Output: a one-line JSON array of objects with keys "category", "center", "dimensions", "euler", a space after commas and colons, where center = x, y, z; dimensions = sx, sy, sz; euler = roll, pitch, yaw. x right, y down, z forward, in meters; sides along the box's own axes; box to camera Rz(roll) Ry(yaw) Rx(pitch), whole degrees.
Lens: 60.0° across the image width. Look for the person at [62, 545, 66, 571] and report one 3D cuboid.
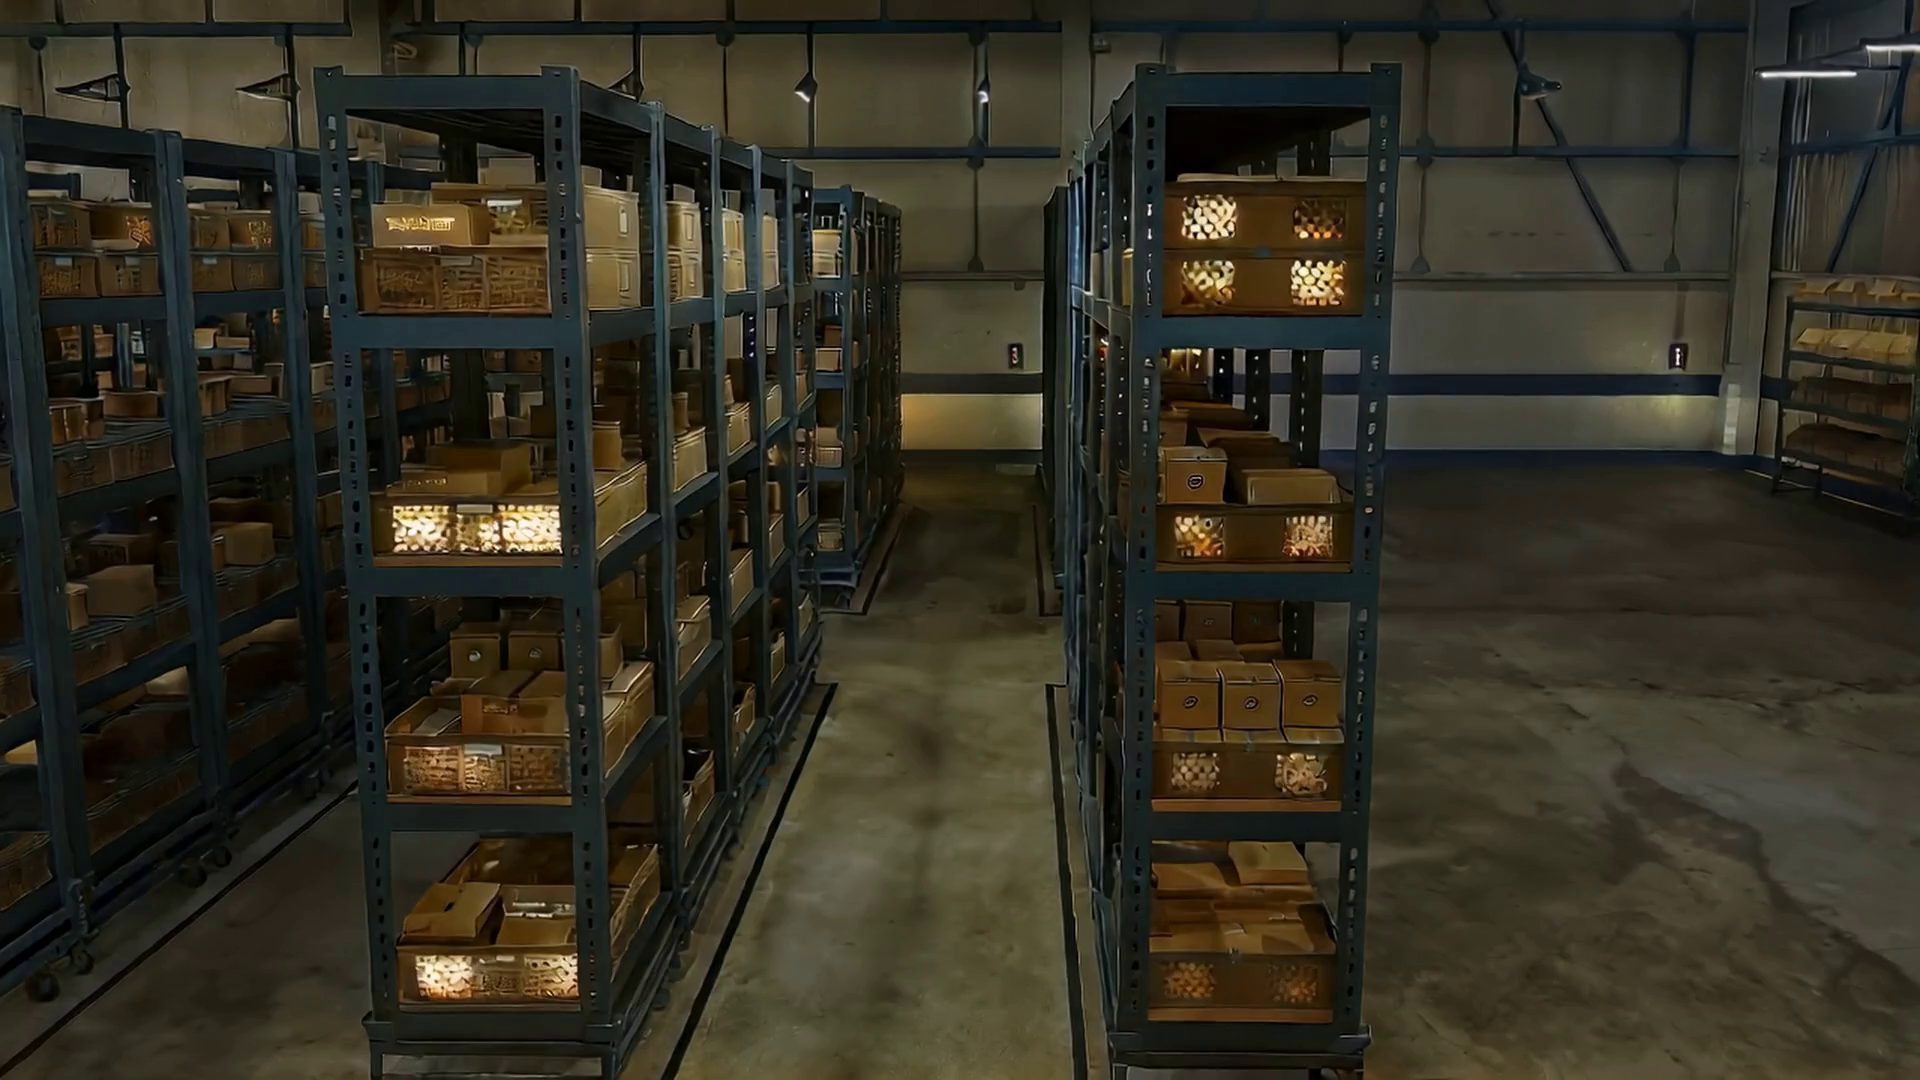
[{"category": "person", "center": [-7.886, -0.297, 14.186], "dimensions": [0.382, 1.845, 0.571], "euler": [3, 10, 19]}]
